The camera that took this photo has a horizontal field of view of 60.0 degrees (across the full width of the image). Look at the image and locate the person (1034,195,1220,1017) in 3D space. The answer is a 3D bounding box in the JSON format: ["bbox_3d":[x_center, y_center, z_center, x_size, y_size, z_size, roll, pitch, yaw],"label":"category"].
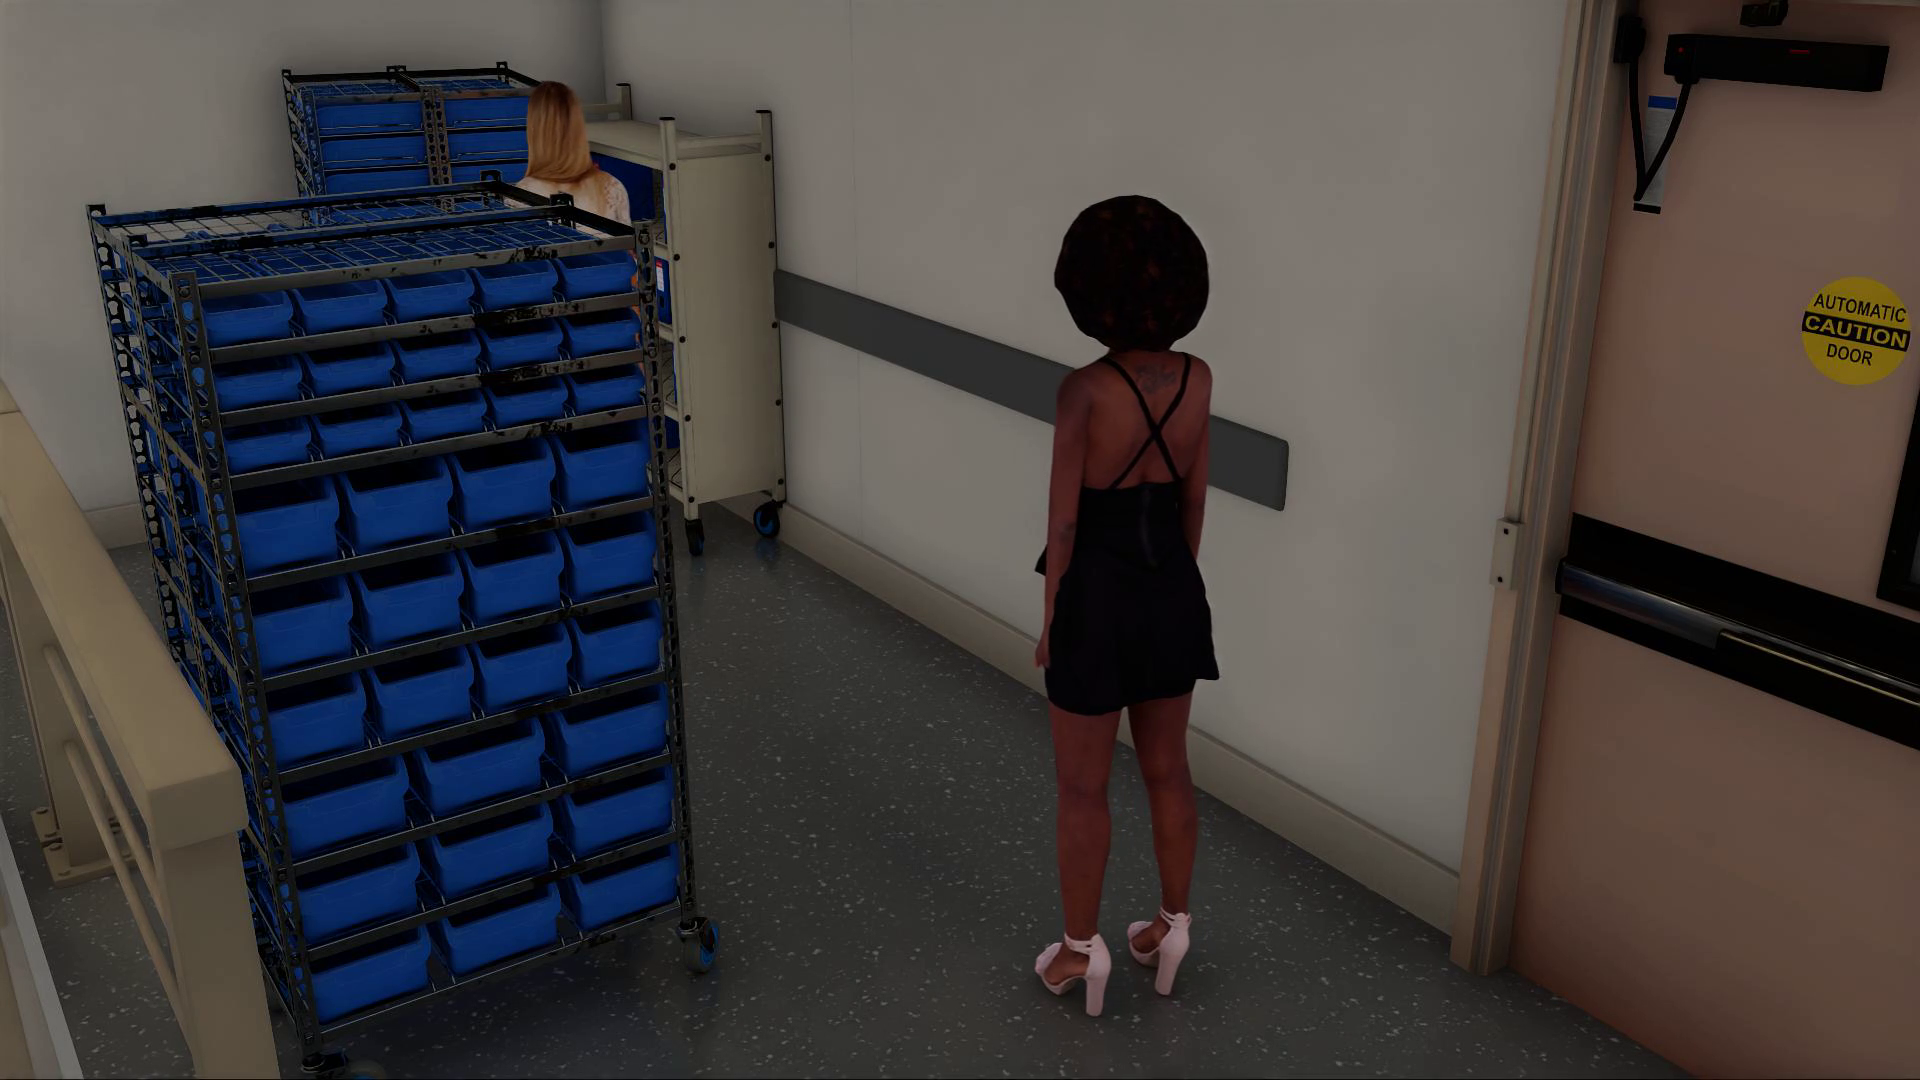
[{"bbox_3d":[0.350,0.180,3.497,0.553,1.786,0.547,-12,24,-29],"label":"person"}]

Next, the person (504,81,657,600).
[{"bbox_3d":[-1.239,-0.573,5.455,0.604,1.808,0.486,-13,25,-31],"label":"person"}]
